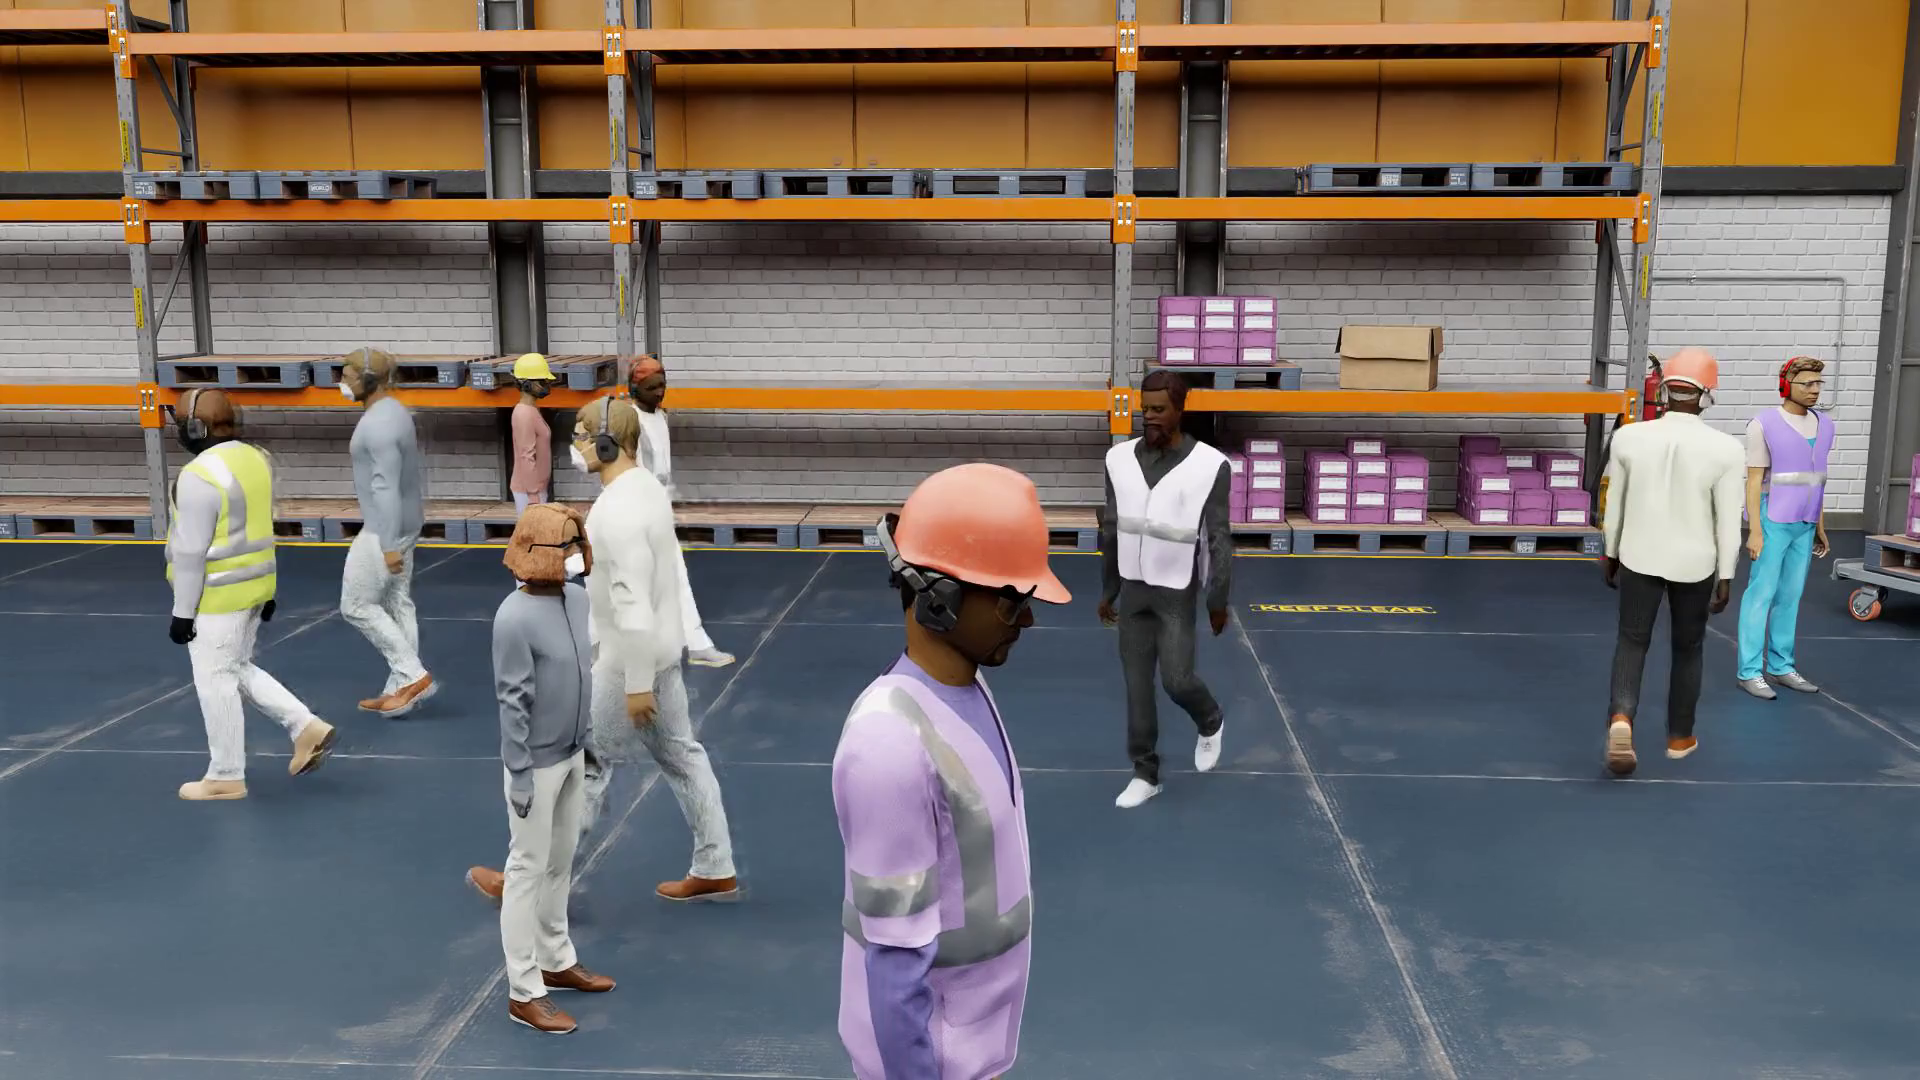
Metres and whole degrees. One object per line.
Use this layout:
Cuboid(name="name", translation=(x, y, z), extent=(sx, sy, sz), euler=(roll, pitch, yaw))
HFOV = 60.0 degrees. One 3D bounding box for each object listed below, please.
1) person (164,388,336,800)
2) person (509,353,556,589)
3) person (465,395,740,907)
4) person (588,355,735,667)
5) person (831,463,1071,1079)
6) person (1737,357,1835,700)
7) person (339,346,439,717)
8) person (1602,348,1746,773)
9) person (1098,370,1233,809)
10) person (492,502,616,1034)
Cuboid(name="person", translation=(-3.145, 0.249, 7.238), extent=(0.552, 1.823, 0.629), euler=(0, 10, 0))
Cuboid(name="person", translation=(-2.716, -0.309, 10.655), extent=(0.313, 1.767, 0.534), euler=(-2, 10, -11))
Cuboid(name="person", translation=(-1.276, 0.428, 5.979), extent=(1.005, 1.886, 0.659), euler=(0, 10, -1))
Cuboid(name="person", translation=(-1.848, -0.151, 9.570), extent=(0.988, 1.838, 0.614), euler=(2, 10, 14))
Cuboid(name="person", translation=(-0.009, 0.876, 2.928), extent=(0.390, 2.035, 0.605), euler=(2, 10, 9))
Cuboid(name="person", translation=(4.473, -0.073, 9.033), extent=(0.567, 1.846, 0.389), euler=(-4, 11, -24))
Cuboid(name="person", translation=(-2.978, -0.031, 8.562), extent=(0.430, 1.923, 0.629), euler=(-2, 10, -9))
Cuboid(name="person", translation=(3.265, 0.100, 7.692), extent=(0.620, 1.967, 0.856), euler=(6, 11, 31))
Cuboid(name="person", translation=(0.910, 0.199, 7.292), extent=(0.595, 1.902, 0.619), euler=(7, 12, 35))
Cuboid(name="person", translation=(-1.272, 0.688, 5.198), extent=(0.283, 1.633, 0.501), euler=(2, 10, 14))
